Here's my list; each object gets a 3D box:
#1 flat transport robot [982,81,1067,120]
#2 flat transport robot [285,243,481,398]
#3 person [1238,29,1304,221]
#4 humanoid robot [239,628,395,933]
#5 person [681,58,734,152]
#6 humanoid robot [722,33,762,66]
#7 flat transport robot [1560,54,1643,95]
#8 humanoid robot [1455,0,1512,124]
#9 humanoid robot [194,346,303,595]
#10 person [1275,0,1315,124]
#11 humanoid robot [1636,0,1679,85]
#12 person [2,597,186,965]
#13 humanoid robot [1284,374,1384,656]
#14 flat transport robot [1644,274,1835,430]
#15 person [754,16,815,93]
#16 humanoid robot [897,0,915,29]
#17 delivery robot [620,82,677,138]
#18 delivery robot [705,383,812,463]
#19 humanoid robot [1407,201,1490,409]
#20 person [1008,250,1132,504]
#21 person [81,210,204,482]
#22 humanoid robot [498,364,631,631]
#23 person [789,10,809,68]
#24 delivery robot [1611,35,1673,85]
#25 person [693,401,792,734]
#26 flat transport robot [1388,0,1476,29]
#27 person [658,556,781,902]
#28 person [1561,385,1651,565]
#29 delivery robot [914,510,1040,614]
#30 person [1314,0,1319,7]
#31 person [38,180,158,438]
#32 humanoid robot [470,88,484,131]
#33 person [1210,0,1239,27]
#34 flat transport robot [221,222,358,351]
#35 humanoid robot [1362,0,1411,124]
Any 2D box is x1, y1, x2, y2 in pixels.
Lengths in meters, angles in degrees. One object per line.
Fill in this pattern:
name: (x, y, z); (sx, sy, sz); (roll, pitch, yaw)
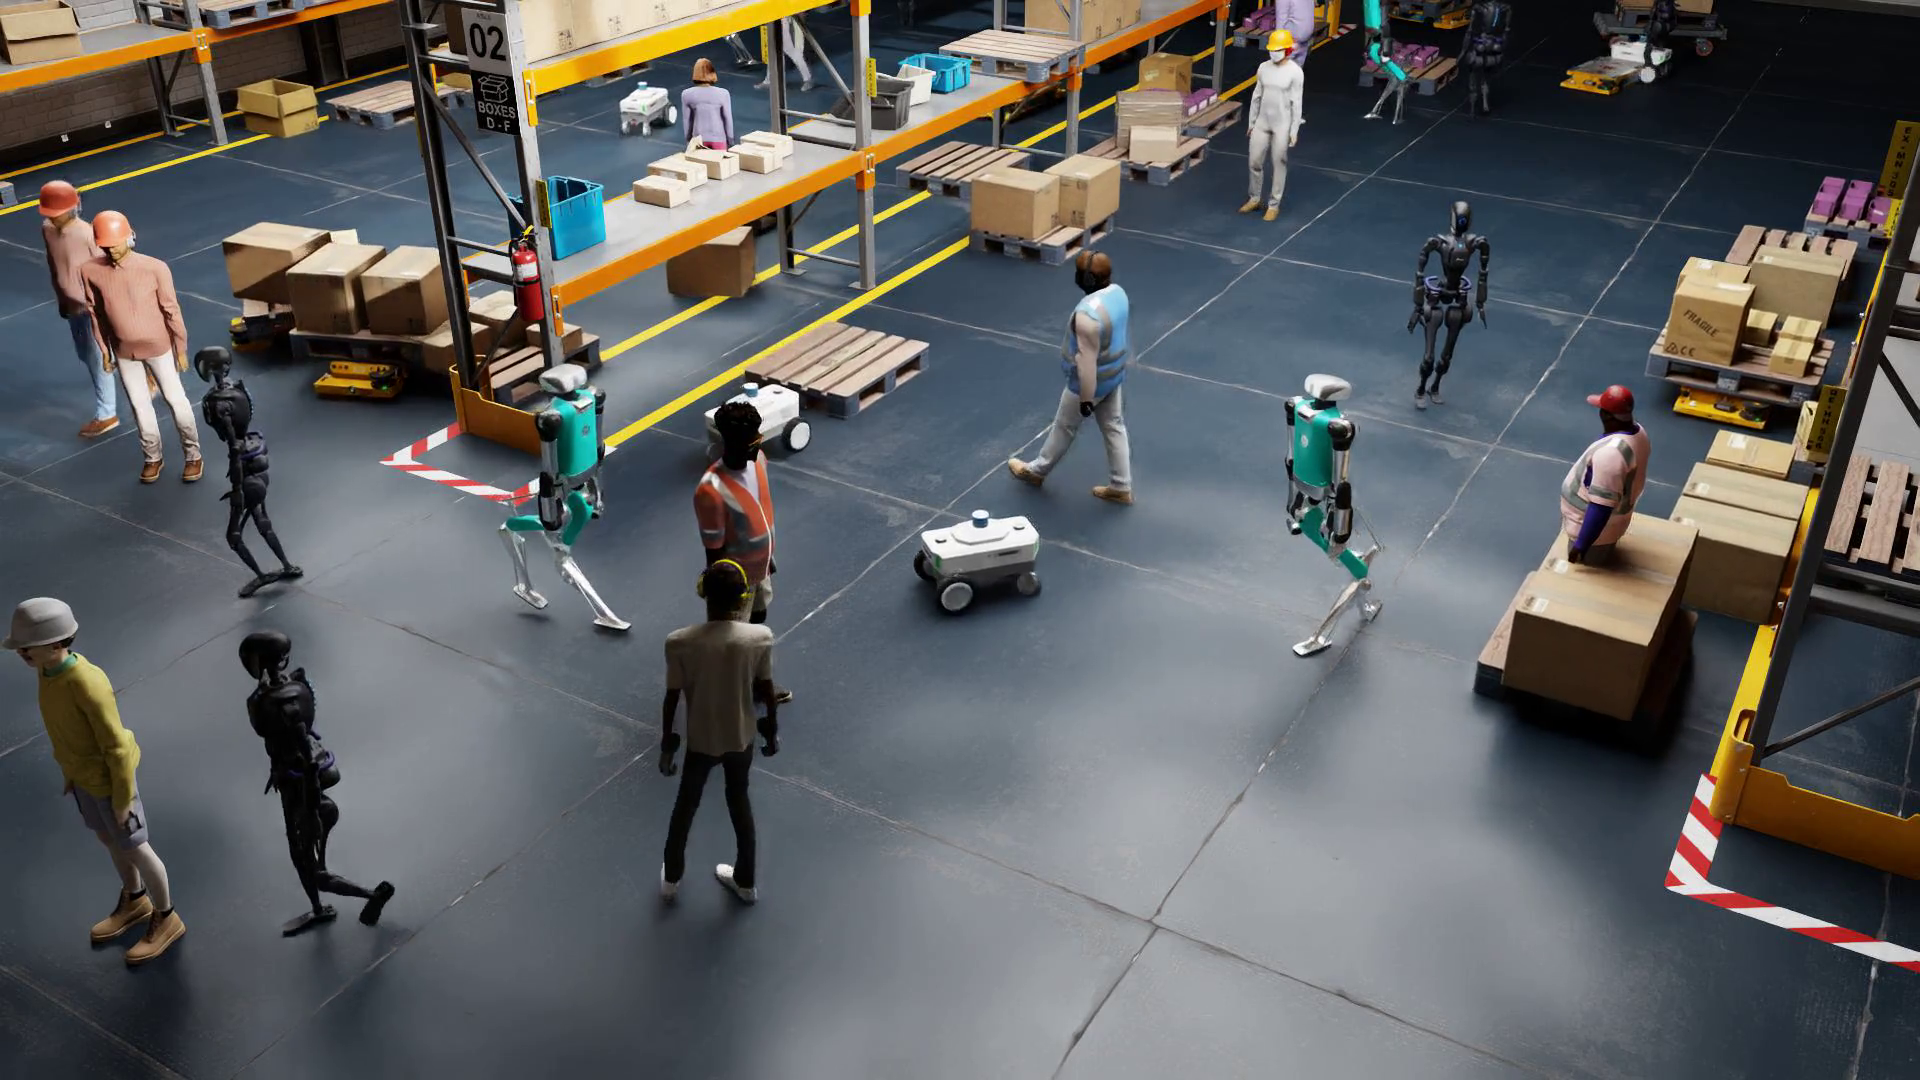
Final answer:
flat transport robot: (0.706, -5.509, 20.687); (0.659, 0.231, 1.431); (17, 33, 27)
flat transport robot: (-4.668, -1.551, 13.685); (0.659, 0.231, 1.431); (5, 30, 8)
person: (3.135, -4.145, 16.636); (0.569, 1.890, 0.382); (20, 35, 31)
humanoid robot: (-2.976, 1.105, 7.576); (0.461, 1.661, 0.615); (-21, 36, -32)
person: (-2.498, -3.967, 16.579); (0.498, 1.629, 0.288); (2, 30, 4)
humanoid robot: (-2.927, -7.089, 21.857); (0.735, 1.674, 0.533); (-25, 38, -37)
flat transport robot: (8.445, -6.056, 21.654); (0.659, 0.231, 1.431); (24, 37, 36)
humanoid robot: (6.222, -5.817, 19.802); (0.606, 1.652, 0.345); (-6, 30, -10)
humanoid robot: (-4.431, -0.441, 10.290); (0.397, 1.640, 0.588); (-11, 31, -19)
person: (3.947, -5.832, 19.603); (0.409, 1.901, 0.638); (25, 38, 37)
humanoid robot: (9.011, -6.679, 21.335); (0.609, 1.652, 0.330); (-25, 38, -37)
person: (-3.840, 1.059, 7.422); (0.473, 1.892, 0.392); (20, 35, 32)
humanoid robot: (2.300, -0.142, 9.778); (0.826, 1.865, 0.561); (-12, 32, -20)
flat transport robot: (6.153, -1.273, 13.194); (0.659, 0.231, 1.431); (17, 34, 27)
person: (-2.263, -6.628, 21.022); (0.786, 1.893, 0.613); (-1, 29, -2)
humanoid robot: (-0.812, -8.296, 24.199); (0.593, 1.635, 0.614); (1, 29, 2)
delivery robot: (-3.731, -5.114, 19.690); (0.499, 0.587, 0.772); (8, 30, 13)
delivery robot: (-1.497, -0.859, 12.188); (0.499, 0.611, 0.809); (23, 37, 35)
humanoid robot: (3.736, -1.797, 12.697); (0.595, 1.644, 0.422); (-1, 30, -2)
person: (0.811, -1.124, 11.372); (0.940, 1.795, 0.656); (17, 33, 27)
person: (-5.687, -1.336, 11.566); (0.611, 1.987, 0.402); (-2, 30, -4)
humanoid robot: (-2.476, -0.259, 9.960); (1.041, 1.758, 0.546); (14, 32, 23)
person: (-2.255, -7.098, 22.011); (0.569, 1.721, 0.607); (6, 30, 10)
delivery robot: (8.915, -6.313, 21.789); (0.739, 0.566, 0.499); (24, 37, 36)
person: (-1.174, 0.141, 8.978); (0.365, 1.957, 0.597); (12, 32, 20)
flat transport robot: (6.910, -7.882, 24.884); (0.659, 0.231, 1.431); (-26, 39, -38)
person: (-1.162, 0.902, 7.766); (0.650, 1.837, 0.463); (-9, 31, -15)
person: (3.647, -0.080, 9.578); (0.420, 1.747, 0.625); (19, 34, 30)
delivery robot: (0.112, 0.104, 10.474); (0.805, 0.602, 0.499); (-9, 31, -16)
person: (5.676, -9.159, 25.546); (0.618, 1.845, 0.430); (-8, 30, -14)
person: (-6.409, -1.763, 12.347); (0.648, 1.957, 0.710); (16, 33, 26)
humanoid robot: (-5.559, -5.560, 19.291); (0.550, 1.720, 1.021); (13, 32, 21)
person: (3.929, -8.456, 24.308); (0.506, 1.839, 0.335); (6, 30, 10)
flat transport robot: (-5.502, -1.901, 14.305); (1.431, 0.231, 0.659); (-11, 31, -18)
humanoid robot: (5.139, -5.857, 19.832); (0.814, 1.797, 0.541); (-8, 30, -14)
